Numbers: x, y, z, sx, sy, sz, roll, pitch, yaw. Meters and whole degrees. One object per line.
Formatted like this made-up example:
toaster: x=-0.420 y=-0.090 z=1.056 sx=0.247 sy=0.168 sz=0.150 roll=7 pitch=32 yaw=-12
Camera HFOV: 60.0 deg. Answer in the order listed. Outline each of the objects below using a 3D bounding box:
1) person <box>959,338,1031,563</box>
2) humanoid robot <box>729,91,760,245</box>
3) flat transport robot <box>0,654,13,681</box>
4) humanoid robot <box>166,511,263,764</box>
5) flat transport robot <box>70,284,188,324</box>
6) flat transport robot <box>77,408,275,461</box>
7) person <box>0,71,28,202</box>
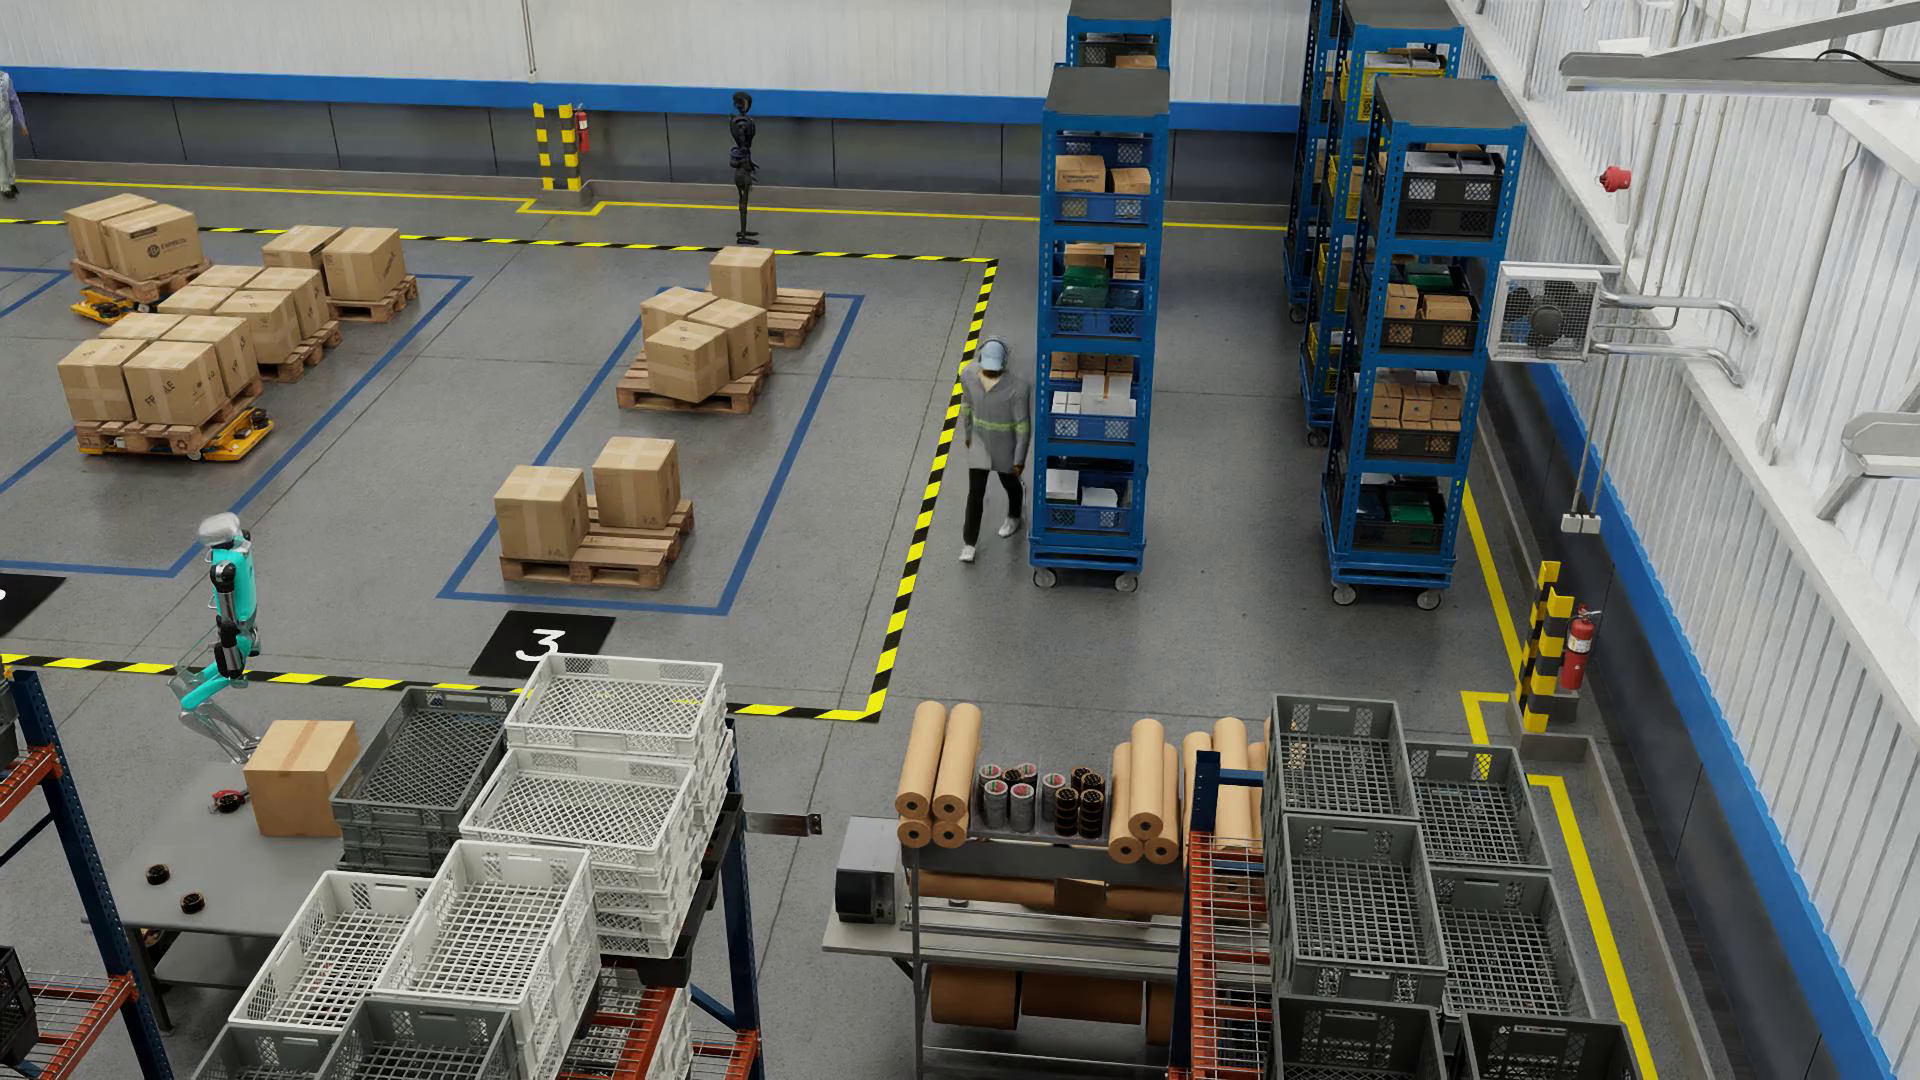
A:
person: x=0.247 y=-0.713 z=12.371 sx=0.613 sy=1.797 sz=0.964 roll=13 pitch=33 yaw=21
humanoid robot: x=-2.373 y=-4.119 z=18.338 sx=0.315 sy=1.653 sz=0.599 roll=-2 pitch=30 yaw=-3
flat transport robot: x=-7.142 y=0.969 z=11.010 sx=1.431 sy=0.231 sz=0.659 roll=3 pitch=30 yaw=6
humanoid robot: x=-4.517 y=0.627 z=10.000 sx=0.735 sy=1.681 sz=0.533 roll=-5 pitch=31 yaw=-8
flat transport robot: x=-8.306 y=-2.594 z=17.102 sx=0.652 sy=0.197 sz=1.431 roll=19 pitch=35 yaw=29
flat transport robot: x=-6.728 y=-0.944 z=14.268 sx=1.431 sy=0.197 sz=0.652 roll=3 pitch=30 yaw=6
person: x=-11.338 y=-4.891 z=19.561 sx=0.610 sy=1.786 sz=0.728 roll=-26 pitch=39 yaw=-37
